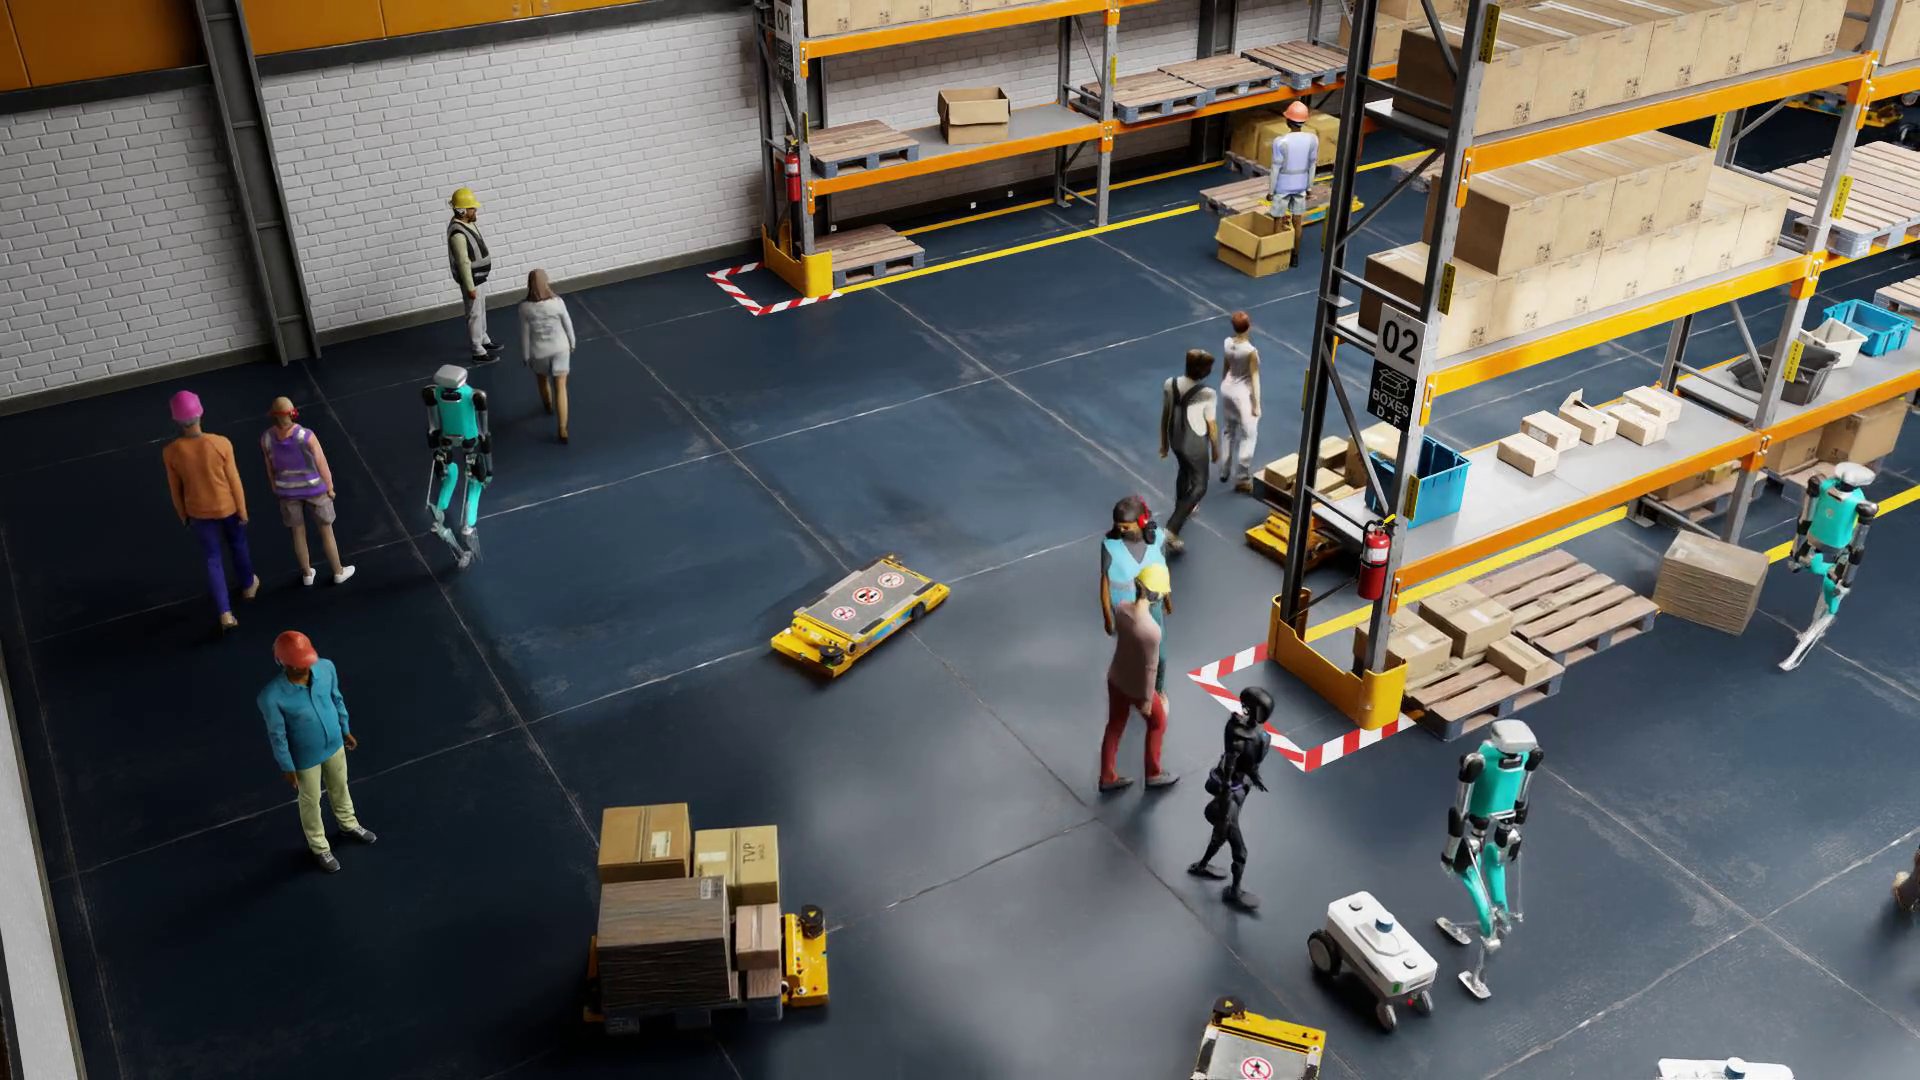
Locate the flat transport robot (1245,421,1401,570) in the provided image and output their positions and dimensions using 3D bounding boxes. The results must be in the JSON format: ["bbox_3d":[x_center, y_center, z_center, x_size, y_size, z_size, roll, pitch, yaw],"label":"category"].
[{"bbox_3d":[3.202,-0.169,14.353,1.431,0.231,0.659,-22,38,-31],"label":"flat transport robot"}]

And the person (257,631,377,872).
[{"bbox_3d":[-4.101,1.312,10.593,0.323,1.751,0.560,17,36,25],"label":"person"}]

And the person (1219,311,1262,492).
[{"bbox_3d":[2.508,-1.227,14.764,0.282,1.633,0.581,-22,38,-30],"label":"person"}]

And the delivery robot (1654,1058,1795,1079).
[{"bbox_3d":[4.131,3.032,8.972,0.791,0.587,0.499,2,32,3],"label":"delivery robot"}]

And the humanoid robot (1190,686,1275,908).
[{"bbox_3d":[1.710,1.544,10.311,0.497,1.635,0.602,17,36,25],"label":"humanoid robot"}]

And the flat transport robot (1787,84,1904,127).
[{"bbox_3d":[12.828,-6.289,24.113,0.659,0.231,1.431,-26,40,-35],"label":"flat transport robot"}]

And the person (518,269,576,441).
[{"bbox_3d":[-3.877,-1.798,15.679,0.518,1.607,0.892,-8,33,-13],"label":"person"}]

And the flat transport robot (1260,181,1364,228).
[{"bbox_3d":[4.301,-4.152,20.705,1.431,0.231,0.659,-21,38,-29],"label":"flat transport robot"}]

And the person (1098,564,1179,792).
[{"bbox_3d":[1.228,0.944,11.204,0.666,1.718,0.560,-17,36,-25],"label":"person"}]

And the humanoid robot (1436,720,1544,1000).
[{"bbox_3d":[3.155,1.919,9.666,0.570,1.780,0.891,-11,34,-17],"label":"humanoid robot"}]

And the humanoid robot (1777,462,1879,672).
[{"bbox_3d":[6.562,0.154,12.461,0.919,1.762,0.543,-17,36,-25],"label":"humanoid robot"}]

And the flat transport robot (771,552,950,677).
[{"bbox_3d":[-0.772,0.571,13.173,0.659,0.231,1.431,22,38,31],"label":"flat transport robot"}]

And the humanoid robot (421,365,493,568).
[{"bbox_3d":[-4.092,-0.453,13.513,0.550,1.891,0.730,4,32,6],"label":"humanoid robot"}]

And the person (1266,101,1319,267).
[{"bbox_3d":[3.757,-4.034,18.942,0.550,1.941,0.338,-7,33,-11],"label":"person"}]

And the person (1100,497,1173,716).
[{"bbox_3d":[1.265,0.500,11.806,0.561,1.838,0.505,-5,33,-9],"label":"person"}]

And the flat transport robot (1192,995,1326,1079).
[{"bbox_3d":[1.572,3.133,9.087,0.659,0.231,1.431,10,34,16],"label":"flat transport robot"}]

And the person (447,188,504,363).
[{"bbox_3d":[-4.954,-2.692,16.918,0.403,1.824,0.589,-4,32,-6],"label":"person"}]

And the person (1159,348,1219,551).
[{"bbox_3d":[1.901,-0.797,13.913,0.779,1.796,0.508,-27,41,-36],"label":"person"}]

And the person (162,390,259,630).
[{"bbox_3d":[-5.810,-0.249,12.902,0.519,1.955,0.855,-10,34,-16],"label":"person"}]

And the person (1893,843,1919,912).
[{"bbox_3d":[5.951,1.772,9.883,0.496,1.720,0.939,12,34,19],"label":"person"}]

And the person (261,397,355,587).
[{"bbox_3d":[-5.263,-0.375,13.340,0.476,1.694,0.349,-2,32,-3],"label":"person"}]

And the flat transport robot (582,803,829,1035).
[{"bbox_3d":[-1.521,2.551,10.016,1.431,0.231,0.659,-3,32,-5],"label":"flat transport robot"}]

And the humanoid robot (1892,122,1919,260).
[{"bbox_3d":[10.867,-4.021,19.237,0.821,1.638,0.607,-2,32,-4],"label":"humanoid robot"}]

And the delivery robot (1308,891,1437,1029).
[{"bbox_3d":[2.488,2.454,9.895,0.499,0.587,0.789,-14,35,-21],"label":"delivery robot"}]
